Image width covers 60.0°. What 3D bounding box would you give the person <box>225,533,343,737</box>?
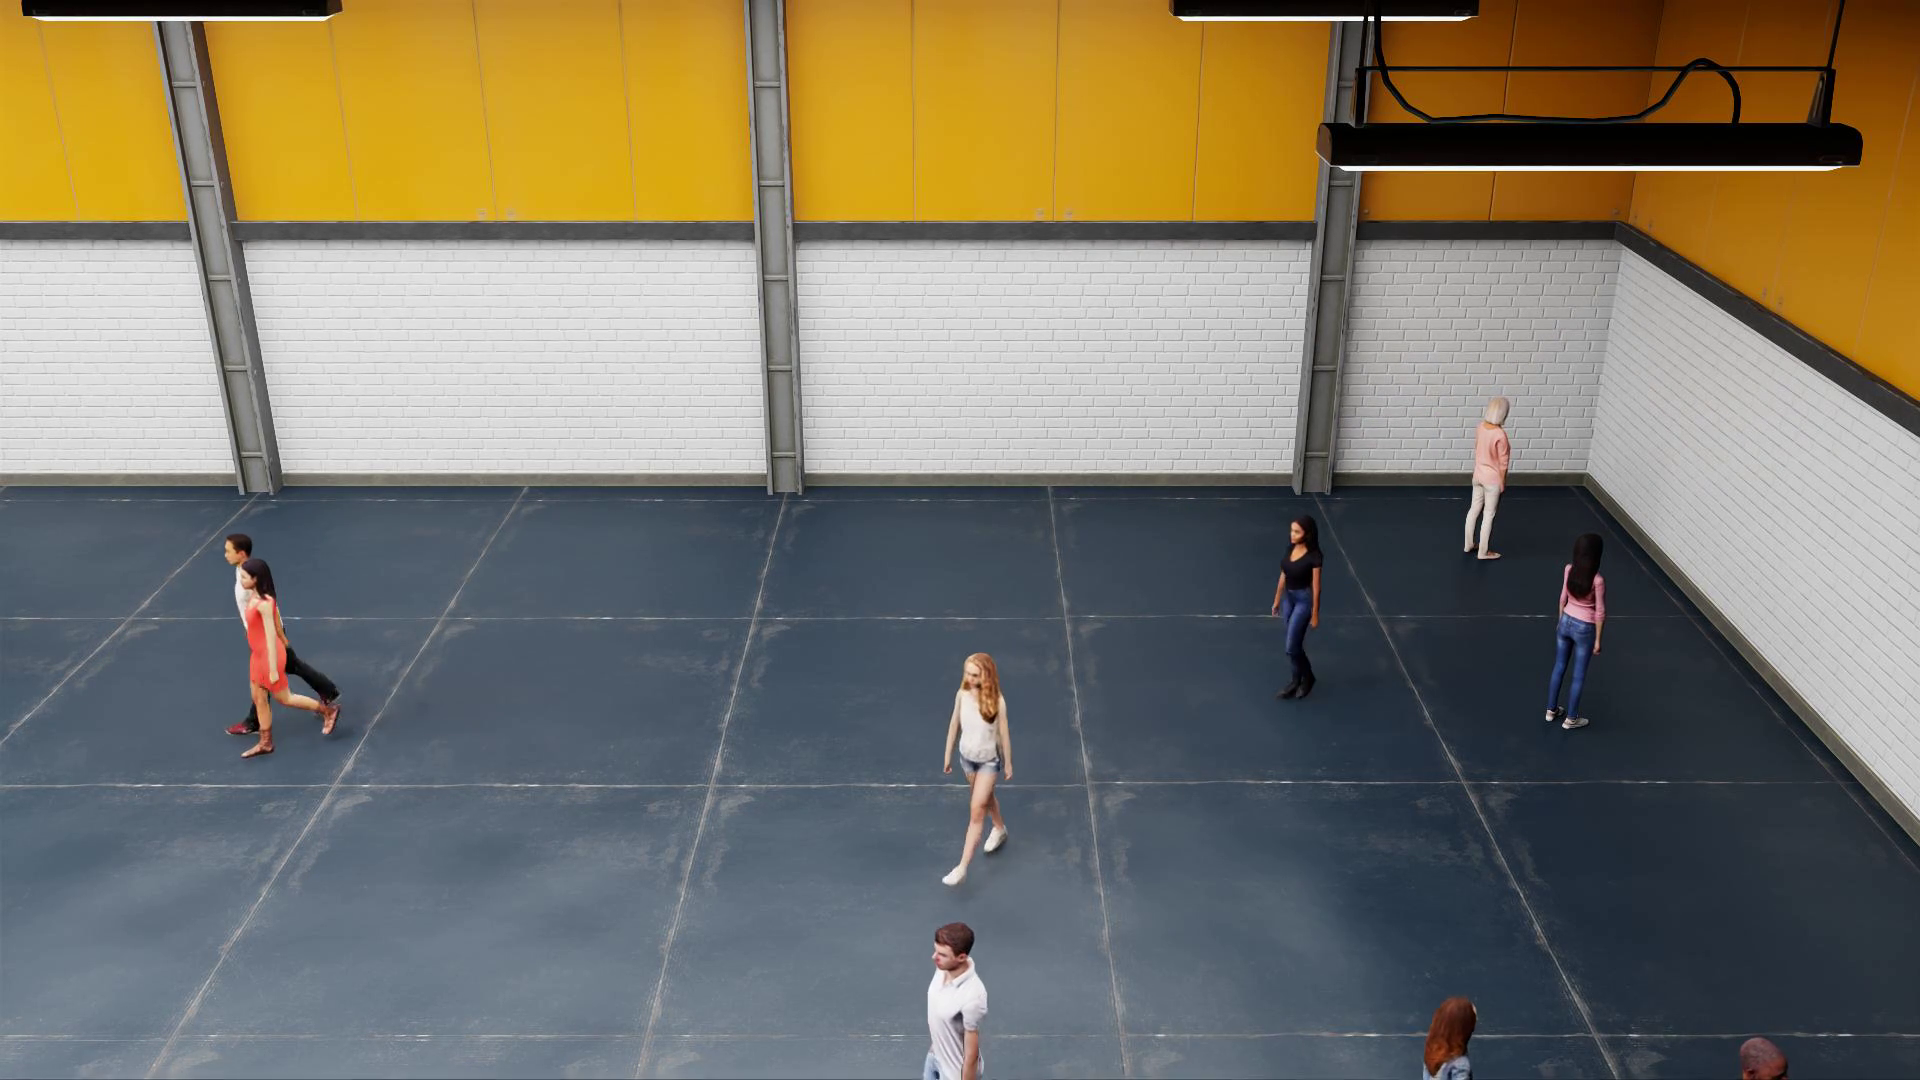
[{"bbox_3d":[-5.644,0.750,13.776,1.286,1.762,1.065,-14,27,-30],"label":"person"}]

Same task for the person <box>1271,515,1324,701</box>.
[{"bbox_3d":[2.973,0.562,14.247,0.724,1.728,0.685,-11,26,-23],"label":"person"}]

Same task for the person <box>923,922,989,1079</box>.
[{"bbox_3d":[0.045,2.806,8.973,0.958,1.841,0.837,-8,25,-17],"label":"person"}]

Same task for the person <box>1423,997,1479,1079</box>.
[{"bbox_3d":[2.505,3.063,8.852,0.678,1.467,0.645,-4,24,-10],"label":"person"}]

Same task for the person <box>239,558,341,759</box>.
[{"bbox_3d":[-5.486,0.944,13.418,1.113,1.694,0.979,-16,28,-33],"label":"person"}]

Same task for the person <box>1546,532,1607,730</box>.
[{"bbox_3d":[5.133,0.736,13.833,0.675,1.743,0.646,-15,28,-31],"label":"person"}]

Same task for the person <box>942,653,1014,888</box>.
[{"bbox_3d":[0.199,1.569,11.959,1.138,1.716,1.086,16,28,32],"label":"person"}]

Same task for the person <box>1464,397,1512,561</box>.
[{"bbox_3d":[5.410,-0.648,17.019,0.664,1.725,0.675,-10,26,-23],"label":"person"}]
